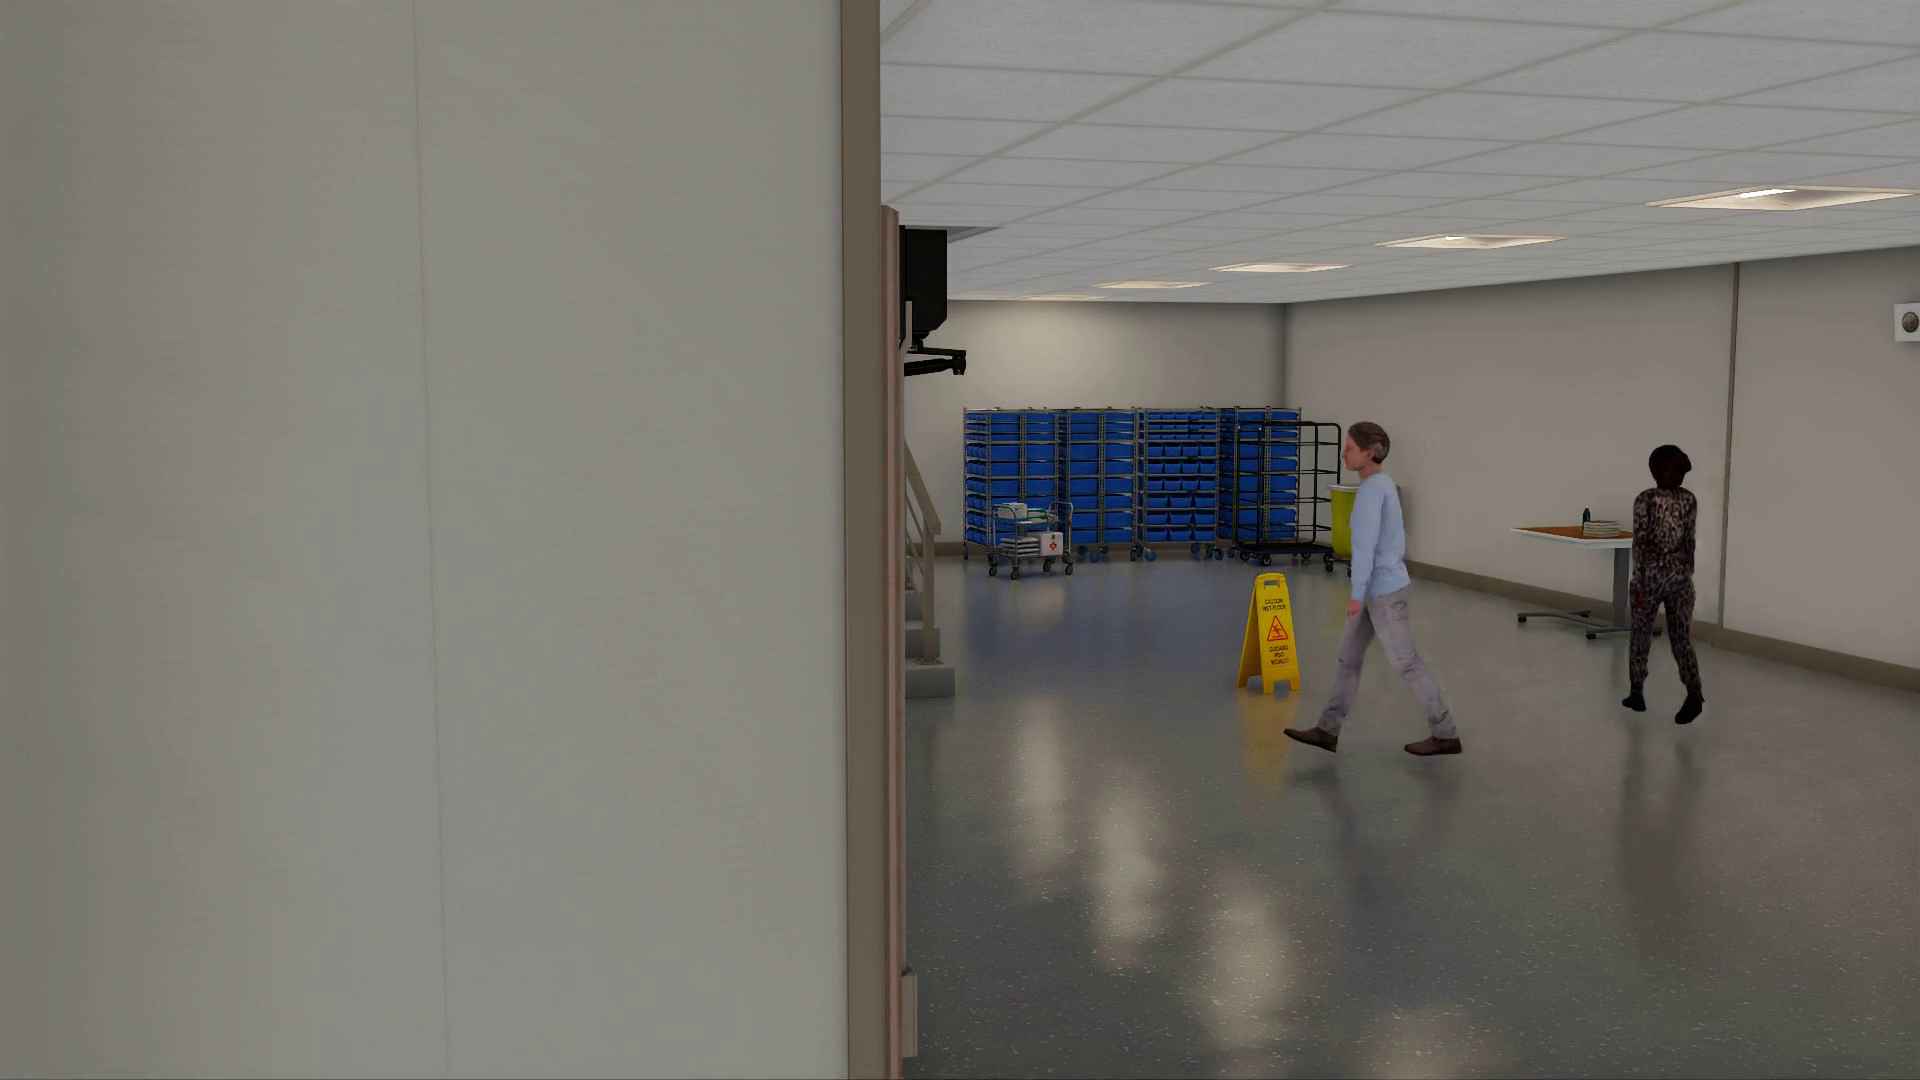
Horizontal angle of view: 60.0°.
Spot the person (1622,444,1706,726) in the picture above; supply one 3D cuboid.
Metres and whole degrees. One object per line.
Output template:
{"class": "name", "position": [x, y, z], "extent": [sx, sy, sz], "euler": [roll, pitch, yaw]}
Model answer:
{"class": "person", "position": [4.284, 0.301, 10.014], "extent": [0.792, 1.675, 1.209], "euler": [0, 6, 0]}

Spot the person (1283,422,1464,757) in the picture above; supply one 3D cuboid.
{"class": "person", "position": [2.385, 0.309, 9.100], "extent": [1.077, 1.842, 1.227], "euler": [2, 6, 18]}
